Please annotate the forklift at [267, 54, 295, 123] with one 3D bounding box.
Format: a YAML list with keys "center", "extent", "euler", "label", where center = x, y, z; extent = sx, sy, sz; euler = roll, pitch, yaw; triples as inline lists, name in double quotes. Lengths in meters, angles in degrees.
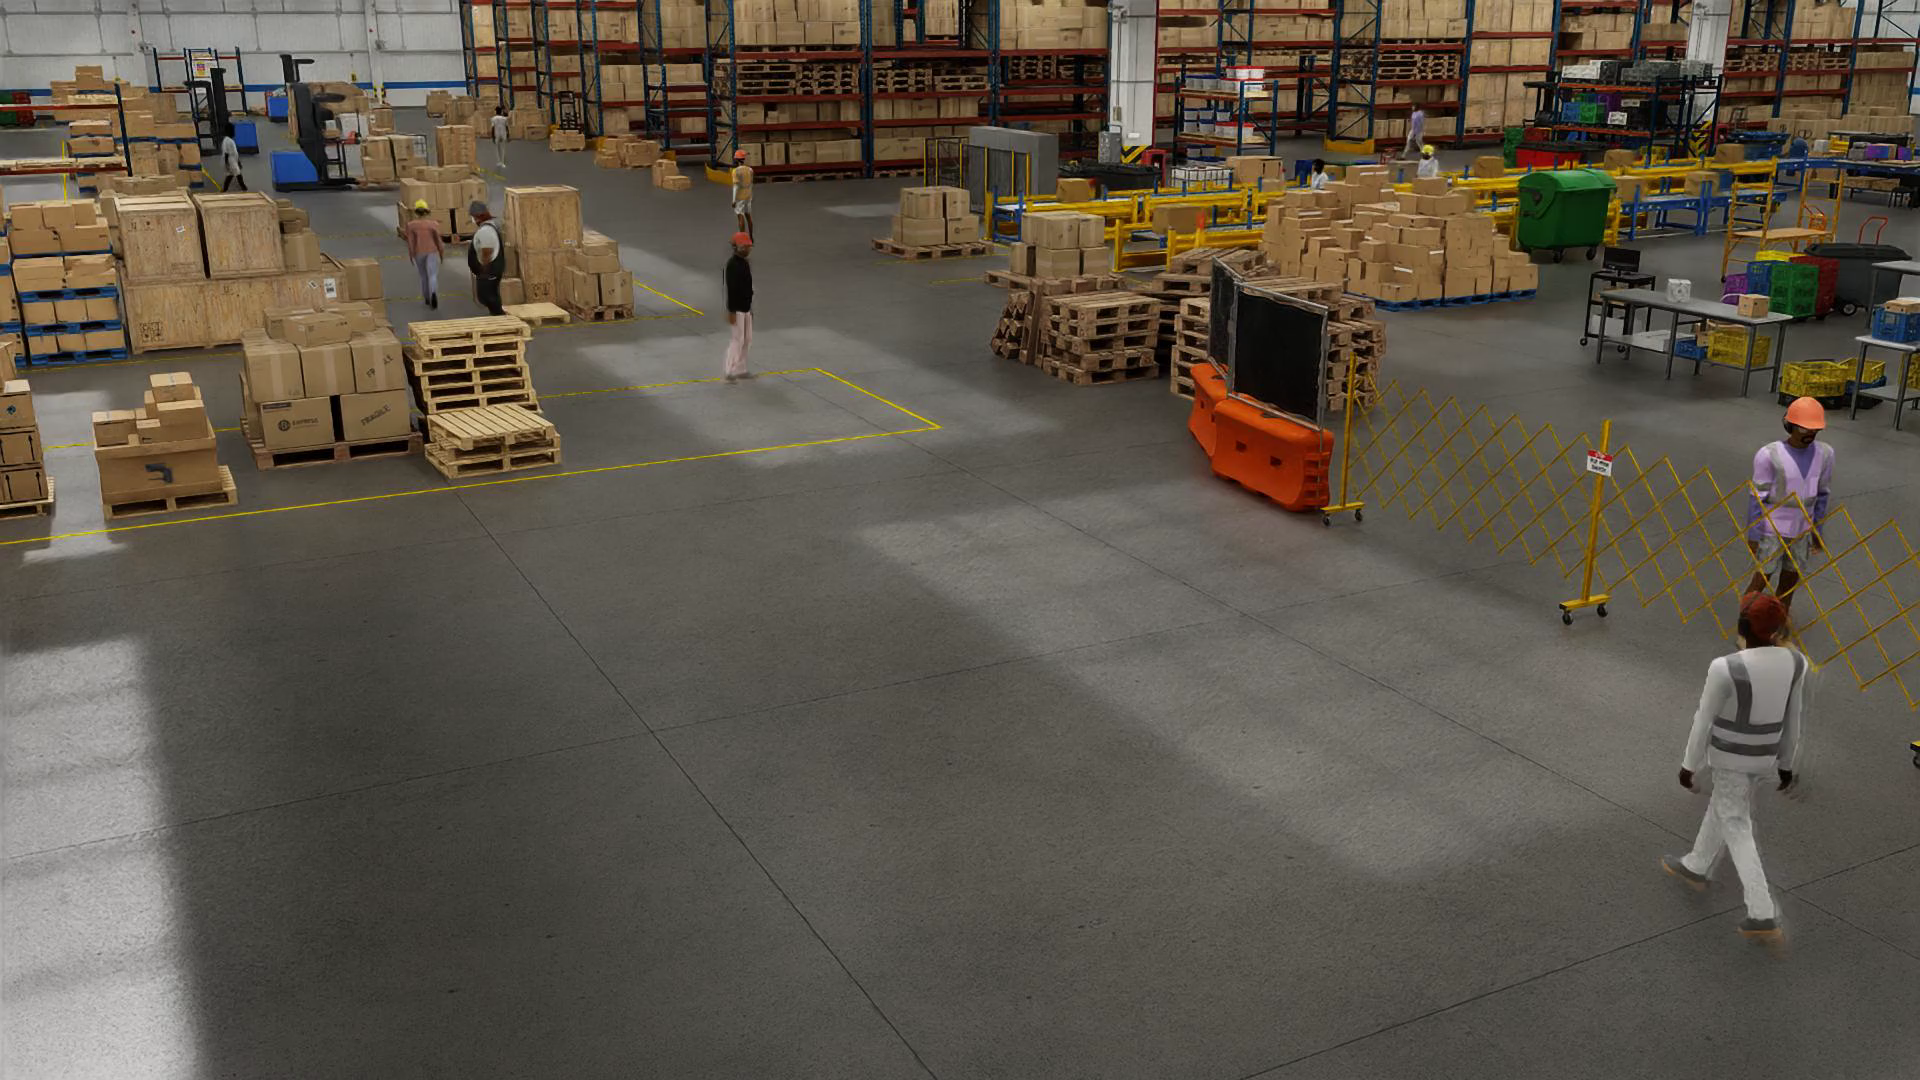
- center: [-28.406, -19.136, 70.494]
  extent: [1.873, 2.768, 1.129]
  euler: [-9, 20, -26]
  label: "forklift"

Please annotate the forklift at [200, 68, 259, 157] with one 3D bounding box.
- center: [-24.369, -14.147, 54.940]
  extent: [1.873, 2.768, 1.129]
  euler: [-9, 20, -26]
  label: "forklift"

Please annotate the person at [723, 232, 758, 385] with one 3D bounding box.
- center: [-2.915, -3.025, 21.791]
  extent: [0.381, 1.956, 0.775]
  euler: [4, 18, 13]
  label: "person"

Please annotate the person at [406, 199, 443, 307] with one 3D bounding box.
- center: [-8.787, -4.708, 27.344]
  extent: [0.534, 1.748, 0.729]
  euler: [-5, 18, -15]
  label: "person"

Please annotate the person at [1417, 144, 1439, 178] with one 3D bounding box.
- center: [10.481, -7.994, 37.475]
  extent: [0.462, 1.817, 0.601]
  euler: [-8, 20, -25]
  label: "person"

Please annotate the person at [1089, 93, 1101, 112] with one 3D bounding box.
- center: [5.643, -17.851, 68.547]
  extent: [0.572, 1.594, 0.830]
  euler: [7, 19, 19]
  label: "person"

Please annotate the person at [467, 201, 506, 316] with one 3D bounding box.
- center: [-7.086, -4.087, 24.928]
  extent: [0.546, 2.000, 0.703]
  euler: [-1, 18, -2]
  label: "person"

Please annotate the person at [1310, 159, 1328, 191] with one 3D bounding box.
- center: [7.524, -7.252, 35.366]
  extent: [0.655, 1.671, 0.558]
  euler: [-8, 19, -23]
  label: "person"

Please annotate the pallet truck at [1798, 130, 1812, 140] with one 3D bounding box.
- center: [25.526, -11.556, 49.408]
  extent: [1.630, 1.274, 0.653]
  euler: [-9, 20, -26]
  label: "pallet truck"

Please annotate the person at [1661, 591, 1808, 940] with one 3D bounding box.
- center: [4.185, 1.172, 8.863]
  extent: [0.589, 1.844, 0.964]
  euler: [-5, 19, -16]
  label: "person"

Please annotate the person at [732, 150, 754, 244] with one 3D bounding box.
- center: [-4.525, -7.105, 34.504]
  extent: [0.357, 1.937, 0.551]
  euler: [13, 22, 35]
  label: "person"

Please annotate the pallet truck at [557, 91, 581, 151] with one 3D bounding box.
- center: [-13.495, -14.412, 57.188]
  extent: [0.823, 1.965, 1.885]
  euler: [-3, 18, -9]
  label: "pallet truck"

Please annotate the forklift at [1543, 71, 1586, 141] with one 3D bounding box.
- center: [18.685, -13.231, 52.085]
  extent: [1.873, 2.768, 1.129]
  euler: [-9, 20, -26]
  label: "forklift"

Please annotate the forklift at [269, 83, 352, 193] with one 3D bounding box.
- center: [-17.396, -10.707, 44.215]
  extent: [1.873, 2.768, 1.129]
  euler: [-9, 20, -26]
  label: "forklift"

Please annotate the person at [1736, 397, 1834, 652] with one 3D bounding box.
- center: [6.195, -0.080, 12.456]
  extent: [0.610, 2.036, 0.411]
  euler: [-3, 18, -9]
  label: "person"

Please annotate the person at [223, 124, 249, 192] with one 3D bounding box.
- center: [-18.451, -9.616, 42.369]
  extent: [1.015, 1.907, 0.629]
  euler: [-5, 18, -14]
  label: "person"

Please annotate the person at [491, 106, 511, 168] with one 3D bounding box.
- center: [-14.105, -12.391, 51.141]
  extent: [0.543, 1.831, 0.871]
  euler: [-5, 18, -15]
  label: "person"

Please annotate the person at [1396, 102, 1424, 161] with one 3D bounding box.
- center: [14.430, -12.917, 52.708]
  extent: [1.020, 1.884, 0.649]
  euler: [-4, 18, -11]
  label: "person"

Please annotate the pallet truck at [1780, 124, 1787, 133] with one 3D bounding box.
- center: [25.206, -12.542, 52.601]
  extent: [1.601, 1.201, 0.680]
  euler: [0, 18, -2]
  label: "pallet truck"

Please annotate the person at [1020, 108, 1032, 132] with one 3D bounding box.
- center: [2.159, -12.846, 52.809]
  extent: [0.553, 1.676, 0.558]
  euler: [-10, 20, -28]
  label: "person"
